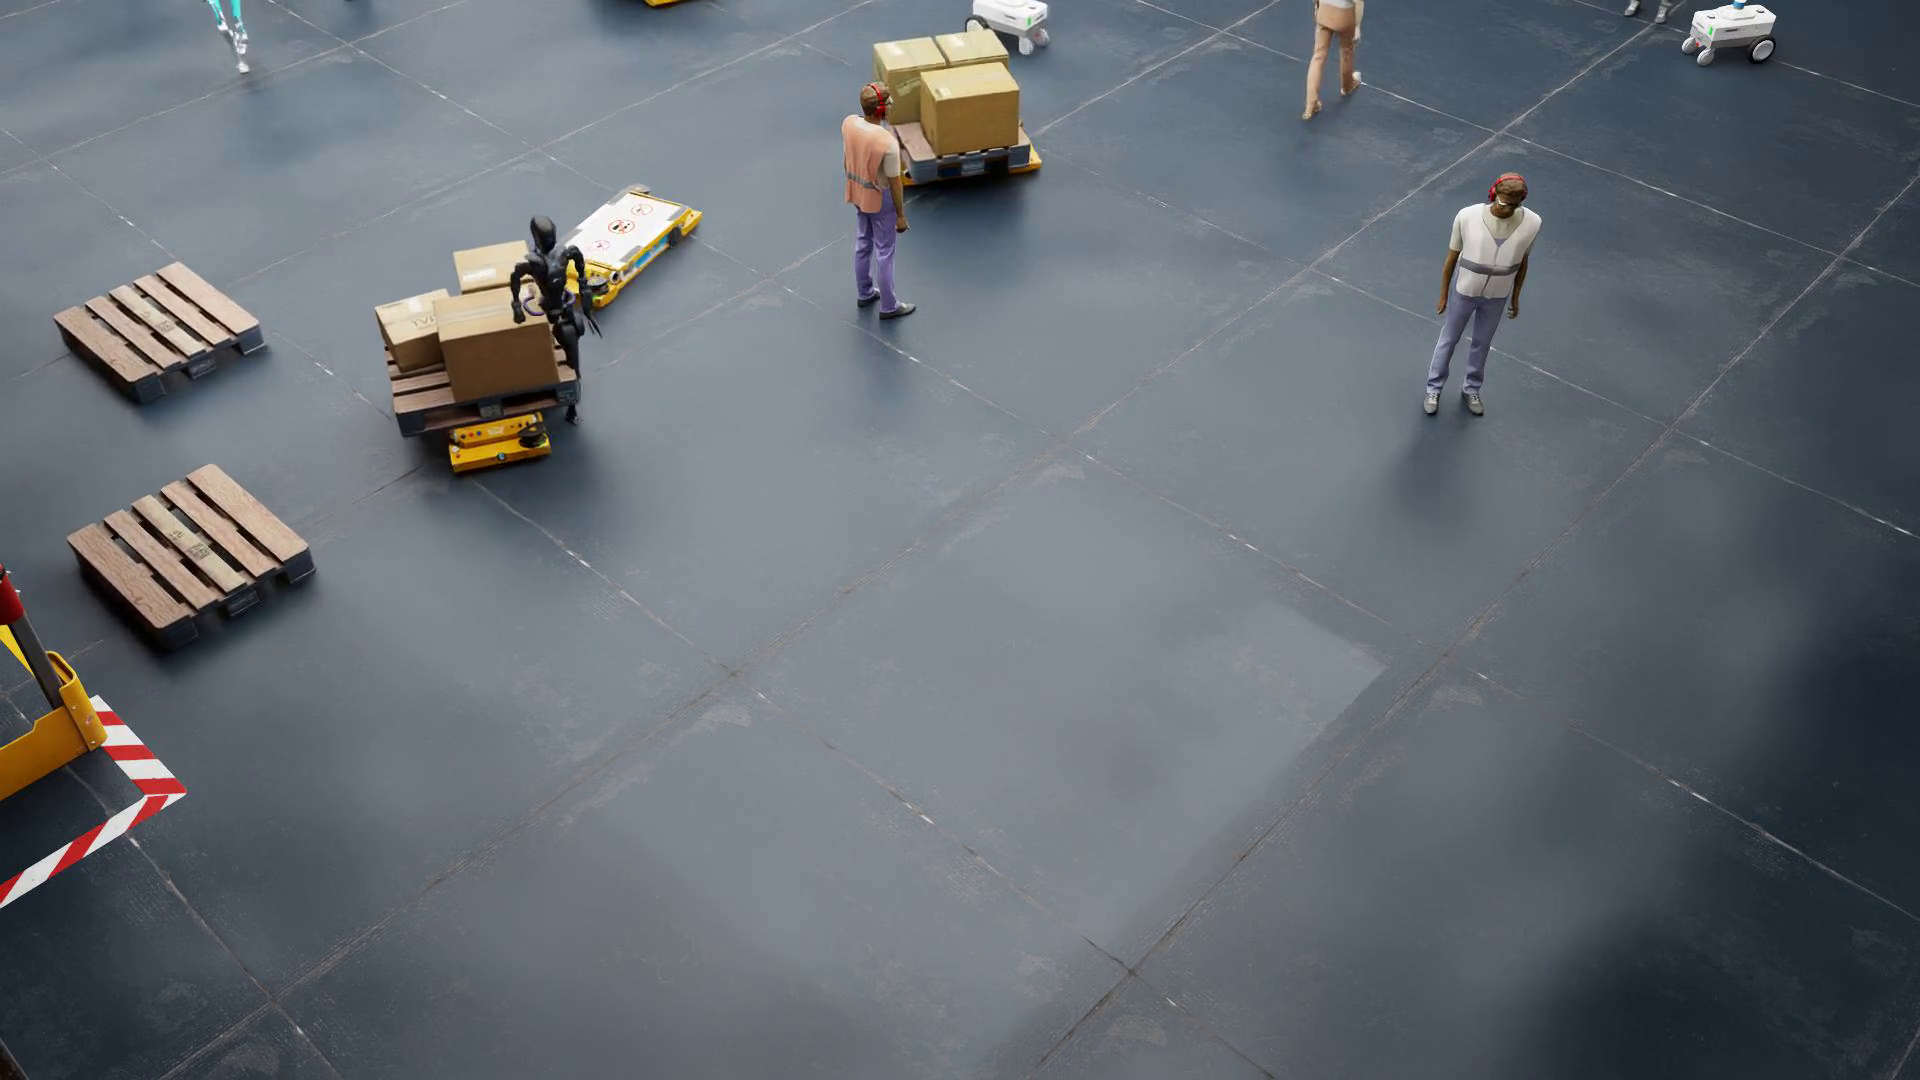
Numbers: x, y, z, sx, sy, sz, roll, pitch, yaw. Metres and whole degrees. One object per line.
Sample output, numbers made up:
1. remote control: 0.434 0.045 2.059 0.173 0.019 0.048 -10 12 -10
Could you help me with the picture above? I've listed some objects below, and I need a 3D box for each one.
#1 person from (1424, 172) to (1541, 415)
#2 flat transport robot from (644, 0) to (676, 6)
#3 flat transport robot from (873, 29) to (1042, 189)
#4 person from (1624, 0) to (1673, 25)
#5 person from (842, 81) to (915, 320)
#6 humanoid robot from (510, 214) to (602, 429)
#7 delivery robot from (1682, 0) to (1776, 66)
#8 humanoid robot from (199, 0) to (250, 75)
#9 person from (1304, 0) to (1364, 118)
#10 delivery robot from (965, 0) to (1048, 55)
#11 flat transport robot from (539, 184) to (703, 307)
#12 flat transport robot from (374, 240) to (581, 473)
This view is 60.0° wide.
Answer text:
1. person: 3.505 -1.664 11.203 0.563 1.838 0.391 1 42 1
2. flat transport robot: -3.186 -5.880 17.062 0.659 0.231 1.431 -24 47 -24
3. flat transport robot: -0.080 -3.300 14.194 1.431 0.231 0.659 -11 43 -12
4. person: 6.794 -5.898 15.917 0.571 1.830 0.394 23 47 24
5. person: -0.613 -2.446 12.066 0.385 1.845 0.569 -33 51 -31
6. humanoid robot: -2.733 -1.462 11.124 0.616 1.649 0.384 -28 49 -28
7. delivery robot: 7.270 -4.792 15.653 0.815 0.614 0.499 -9 43 -10
8. humanoid robot: -6.665 -5.003 14.997 0.556 1.735 1.034 -18 45 -19
9. person: 3.352 -4.612 14.579 0.507 1.706 0.880 23 47 23
10. delivery robot: 0.475 -5.001 15.865 0.777 0.587 0.499 27 48 26
11. flat transport robot: -2.696 -2.339 13.126 0.659 0.231 1.431 18 45 19
12. flat transport robot: -3.316 -1.024 11.665 0.659 0.231 1.431 -13 44 -14
